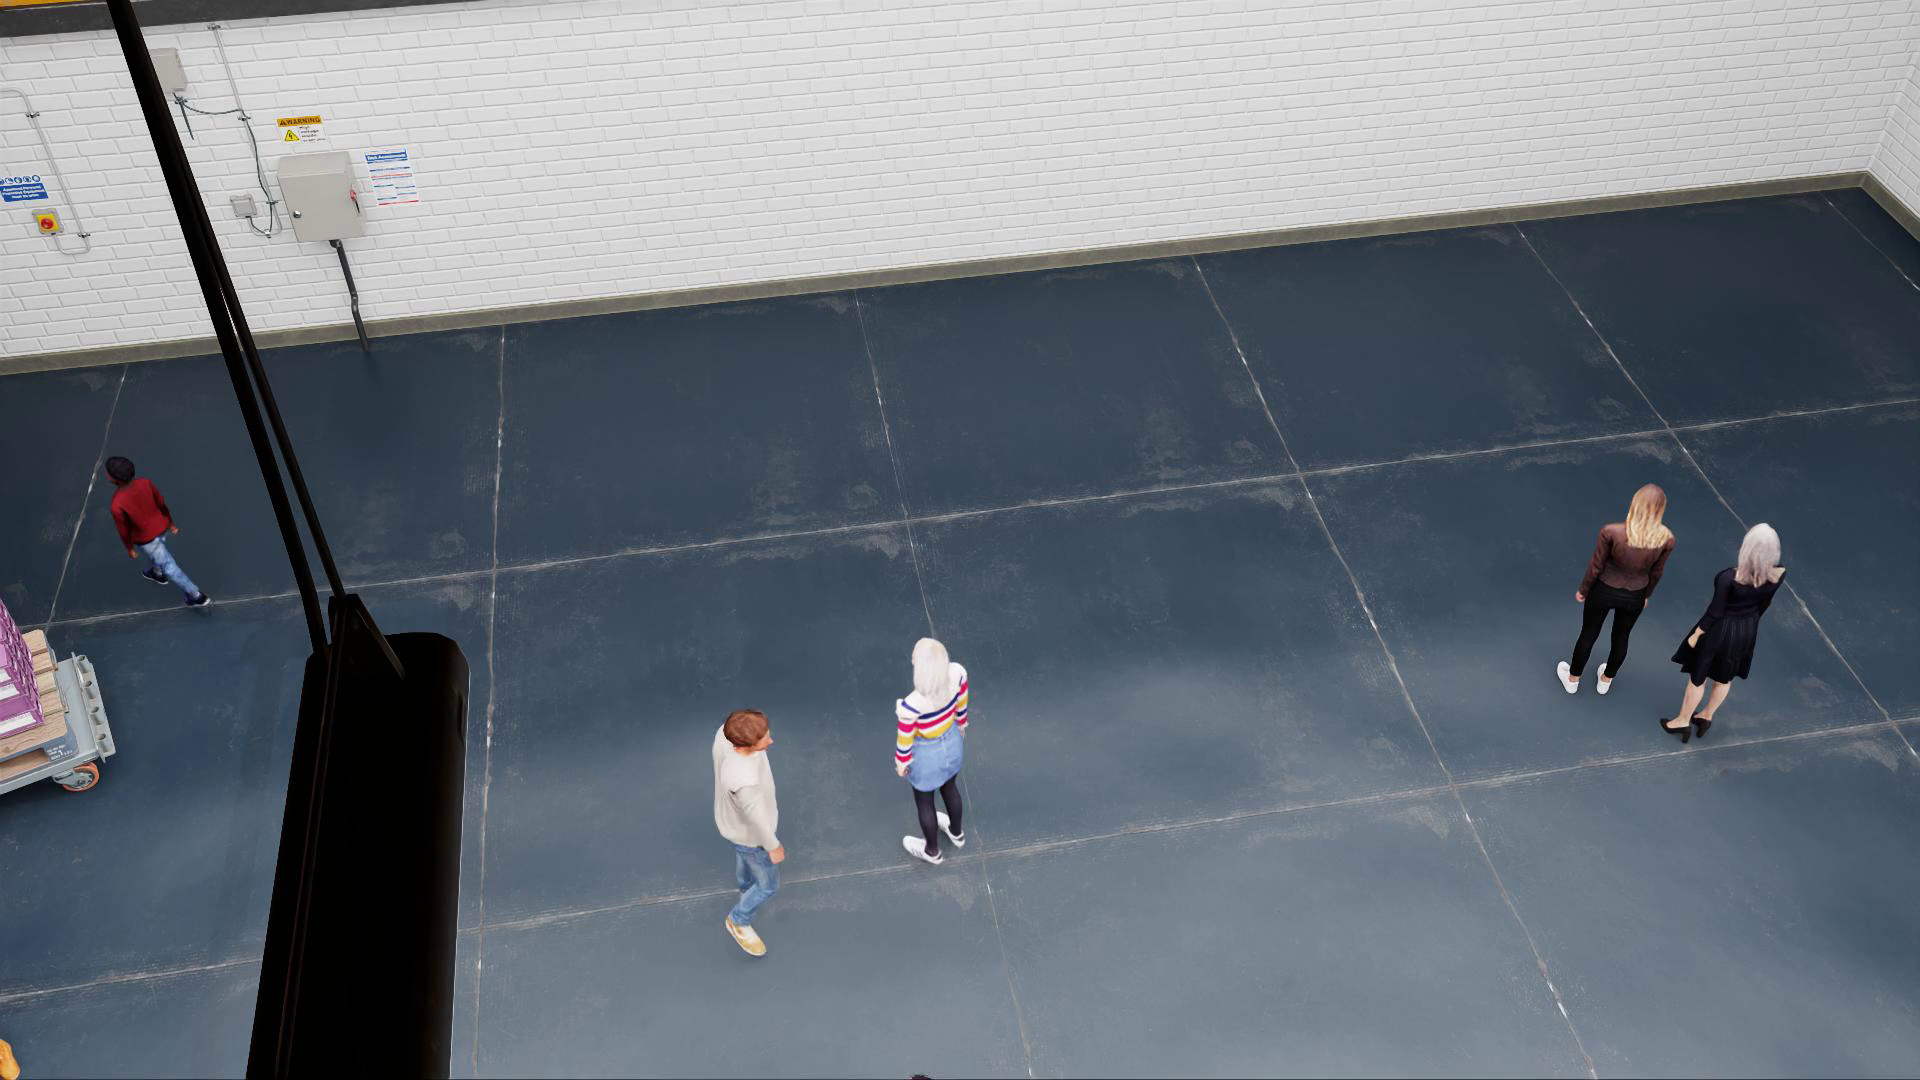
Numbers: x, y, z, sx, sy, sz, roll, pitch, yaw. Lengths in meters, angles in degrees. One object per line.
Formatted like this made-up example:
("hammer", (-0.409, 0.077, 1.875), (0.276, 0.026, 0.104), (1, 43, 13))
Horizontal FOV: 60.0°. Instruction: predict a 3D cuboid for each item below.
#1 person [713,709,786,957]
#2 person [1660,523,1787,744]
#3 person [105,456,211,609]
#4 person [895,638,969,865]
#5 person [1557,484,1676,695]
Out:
("person", (-1.156, 1.539, 9.035), (0.816, 1.875, 0.605), (-26, 49, -24))
("person", (4.657, 0.574, 10.141), (0.588, 1.746, 0.551), (-8, 44, -8))
("person", (-5.388, -0.033, 11.156), (0.844, 1.226, 0.891), (15, 46, 15))
("person", (-0.140, 1.201, 9.440), (0.722, 1.807, 0.709), (-32, 52, -29))
("person", (4.120, 0.334, 10.424), (0.664, 1.703, 0.623), (6, 44, 7))
